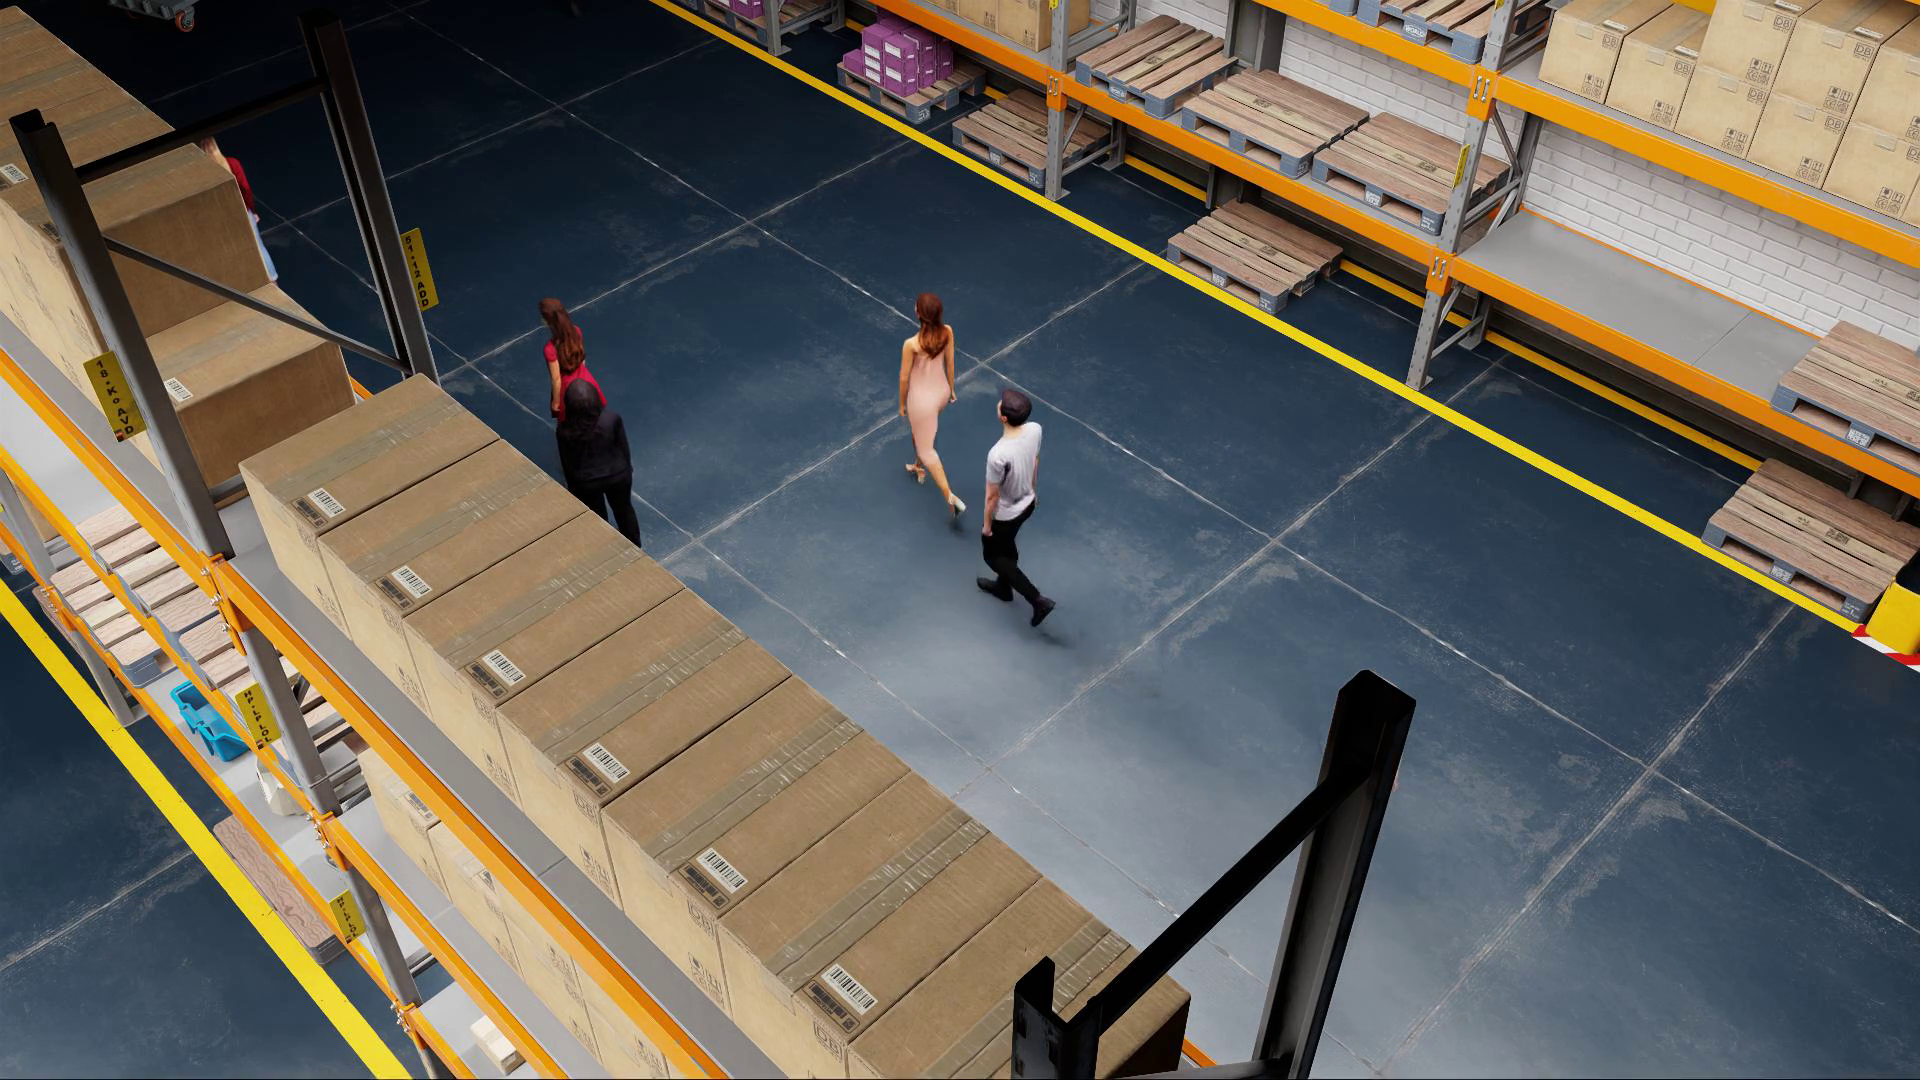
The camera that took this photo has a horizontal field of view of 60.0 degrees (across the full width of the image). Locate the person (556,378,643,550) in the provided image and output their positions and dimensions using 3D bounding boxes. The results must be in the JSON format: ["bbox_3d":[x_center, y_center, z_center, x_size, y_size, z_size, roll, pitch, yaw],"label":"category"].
[{"bbox_3d":[-2.485,-0.434,11.488,0.720,1.616,0.731,-18,47,-18],"label":"person"}]

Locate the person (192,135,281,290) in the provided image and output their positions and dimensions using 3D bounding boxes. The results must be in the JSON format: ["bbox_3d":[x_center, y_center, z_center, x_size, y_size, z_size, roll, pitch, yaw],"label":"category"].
[{"bbox_3d":[-6.056,-2.666,13.818,0.541,1.634,0.625,28,50,26],"label":"person"}]

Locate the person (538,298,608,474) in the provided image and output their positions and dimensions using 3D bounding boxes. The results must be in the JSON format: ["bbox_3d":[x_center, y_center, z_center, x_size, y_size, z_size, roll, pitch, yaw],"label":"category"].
[{"bbox_3d":[-2.857,-1.130,12.262,0.679,1.556,0.622,20,47,20],"label":"person"}]

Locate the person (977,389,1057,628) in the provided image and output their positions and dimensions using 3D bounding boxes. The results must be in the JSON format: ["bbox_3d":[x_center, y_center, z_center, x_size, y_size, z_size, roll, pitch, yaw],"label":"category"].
[{"bbox_3d":[0.394,-0.175,11.047,0.993,1.850,0.744,28,50,26],"label":"person"}]

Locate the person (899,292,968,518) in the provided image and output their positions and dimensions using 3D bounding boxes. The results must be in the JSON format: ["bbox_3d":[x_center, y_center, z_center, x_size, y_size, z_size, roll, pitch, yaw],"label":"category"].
[{"bbox_3d":[-0.187,-0.946,11.888,0.727,1.806,1.116,-25,49,-24],"label":"person"}]
